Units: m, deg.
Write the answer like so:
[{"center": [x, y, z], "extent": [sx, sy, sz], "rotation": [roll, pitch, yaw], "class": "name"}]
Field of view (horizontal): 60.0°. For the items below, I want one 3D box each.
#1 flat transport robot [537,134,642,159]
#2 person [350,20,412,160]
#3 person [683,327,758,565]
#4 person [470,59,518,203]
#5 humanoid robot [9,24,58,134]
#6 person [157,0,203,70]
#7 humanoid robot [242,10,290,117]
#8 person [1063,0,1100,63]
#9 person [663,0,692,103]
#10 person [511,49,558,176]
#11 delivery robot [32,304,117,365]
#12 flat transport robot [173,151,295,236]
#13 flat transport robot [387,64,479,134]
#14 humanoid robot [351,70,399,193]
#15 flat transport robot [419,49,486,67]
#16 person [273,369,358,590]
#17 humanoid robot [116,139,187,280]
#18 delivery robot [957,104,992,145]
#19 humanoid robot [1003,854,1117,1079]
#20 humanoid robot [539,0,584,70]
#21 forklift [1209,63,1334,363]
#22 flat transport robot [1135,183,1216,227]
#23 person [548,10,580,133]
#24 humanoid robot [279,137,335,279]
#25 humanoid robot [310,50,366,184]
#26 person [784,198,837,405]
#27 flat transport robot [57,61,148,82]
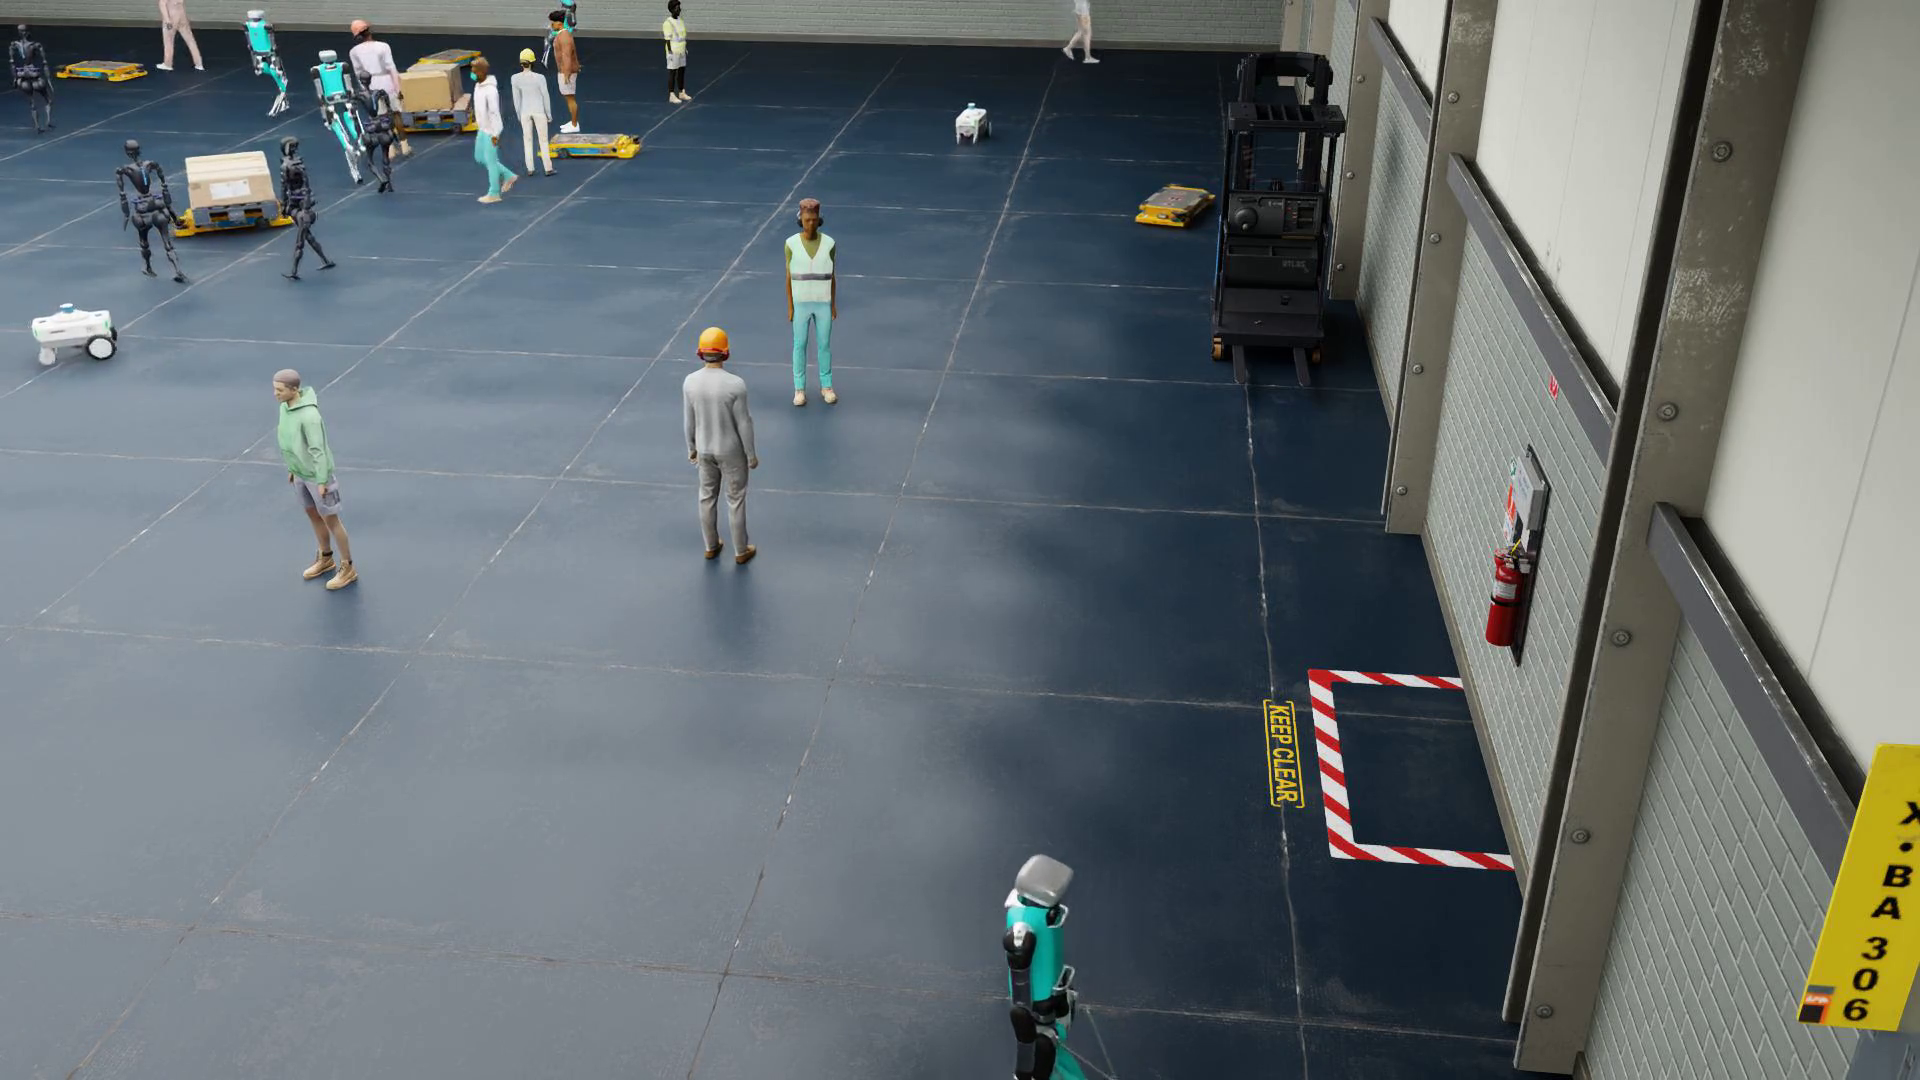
[{"center": [-5.543, -5.892, 24.900], "extent": [1.431, 0.231, 0.659], "rotation": [1, 27, 2], "class": "flat transport robot"}, {"center": [-8.527, -6.621, 24.446], "extent": [0.702, 1.977, 0.567], "rotation": [-2, 27, -4], "class": "person"}, {"center": [-1.834, -0.714, 12.762], "extent": [0.569, 1.889, 0.389], "rotation": [7, 28, 14], "class": "person"}, {"center": [-6.286, -5.473, 22.238], "extent": [0.509, 1.906, 0.508], "rotation": [-17, 31, -31], "class": "person"}, {"center": [-14.491, -7.194, 25.939], "extent": [0.612, 1.642, 0.371], "rotation": [-2, 27, -3], "class": "humanoid robot"}, {"center": [-14.399, -9.542, 30.442], "extent": [0.845, 1.843, 0.665], "rotation": [8, 28, 16], "class": "person"}, {"center": [-11.068, -7.667, 26.795], "extent": [0.544, 1.727, 1.002], "rotation": [7, 27, 13], "class": "humanoid robot"}, {"center": [2.298, -9.848, 31.017], "extent": [0.645, 1.866, 0.512], "rotation": [-3, 27, -6], "class": "person"}, {"center": [-4.764, -8.217, 27.956], "extent": [0.322, 1.688, 0.528], "rotation": [12, 29, 23], "class": "person"}, {"center": [-6.027, -6.032, 23.507], "extent": [0.523, 1.769, 0.314], "rotation": [2, 27, 5], "class": "person"}, {"center": [-9.074, -2.132, 17.062], "extent": [0.764, 0.582, 0.499], "rotation": [-11, 29, -21], "class": "delivery robot"}, {"center": [-9.368, -4.165, 21.454], "extent": [1.431, 0.231, 0.659], "rotation": [-12, 29, -22], "class": "flat transport robot"}, {"center": [-8.296, -6.614, 26.343], "extent": [1.431, 0.231, 0.659], "rotation": [-5, 27, -10], "class": "flat transport robot"}, {"center": [-7.932, -5.551, 22.641], "extent": [0.591, 1.643, 0.438], "rotation": [-19, 32, -33], "class": "humanoid robot"}, {"center": [-9.489, -8.878, 30.863], "extent": [0.659, 0.231, 1.431], "rotation": [9, 28, 17], "class": "flat transport robot"}, {"center": [-4.847, -0.469, 12.446], "extent": [0.468, 1.733, 0.324], "rotation": [19, 32, 33], "class": "person"}, {"center": [-9.362, -3.800, 19.212], "extent": [0.779, 1.630, 0.610], "rotation": [22, 34, 37], "class": "humanoid robot"}, {"center": [0.181, -6.423, 25.632], "extent": [0.499, 0.586, 0.782], "rotation": [6, 27, 12], "class": "delivery robot"}, {"center": [0.540, 2.172, 7.169], "extent": [0.985, 1.757, 0.547], "rotation": [9, 28, 17], "class": "humanoid robot"}, {"center": [-7.433, -9.494, 30.482], "extent": [0.954, 1.773, 0.533], "rotation": [-17, 31, -30], "class": "humanoid robot"}, {"center": [3.241, -3.477, 17.183], "extent": [1.129, 2.768, 1.873], "rotation": [3, 27, 6], "class": "forklift"}, {"center": [2.858, -4.416, 21.954], "extent": [0.659, 0.231, 1.431], "rotation": [12, 29, 22], "class": "flat transport robot"}, {"center": [-6.155, -7.337, 26.033], "extent": [0.418, 1.843, 0.792], "rotation": [-9, 28, -17], "class": "person"}, {"center": [-7.719, -3.871, 19.340], "extent": [0.600, 1.624, 0.776], "rotation": [20, 33, 35], "class": "humanoid robot"}, {"center": [-8.593, -5.844, 23.259], "extent": [0.555, 1.865, 0.806], "rotation": [-18, 32, -31], "class": "humanoid robot"}, {"center": [-1.400, -2.255, 15.737], "extent": [0.486, 1.979, 0.404], "rotation": [-6, 27, -11], "class": "person"}, {"center": [-15.503, -8.470, 30.047], "extent": [1.431, 0.231, 0.659], "rotation": [8, 28, 15], "class": "flat transport robot"}]
